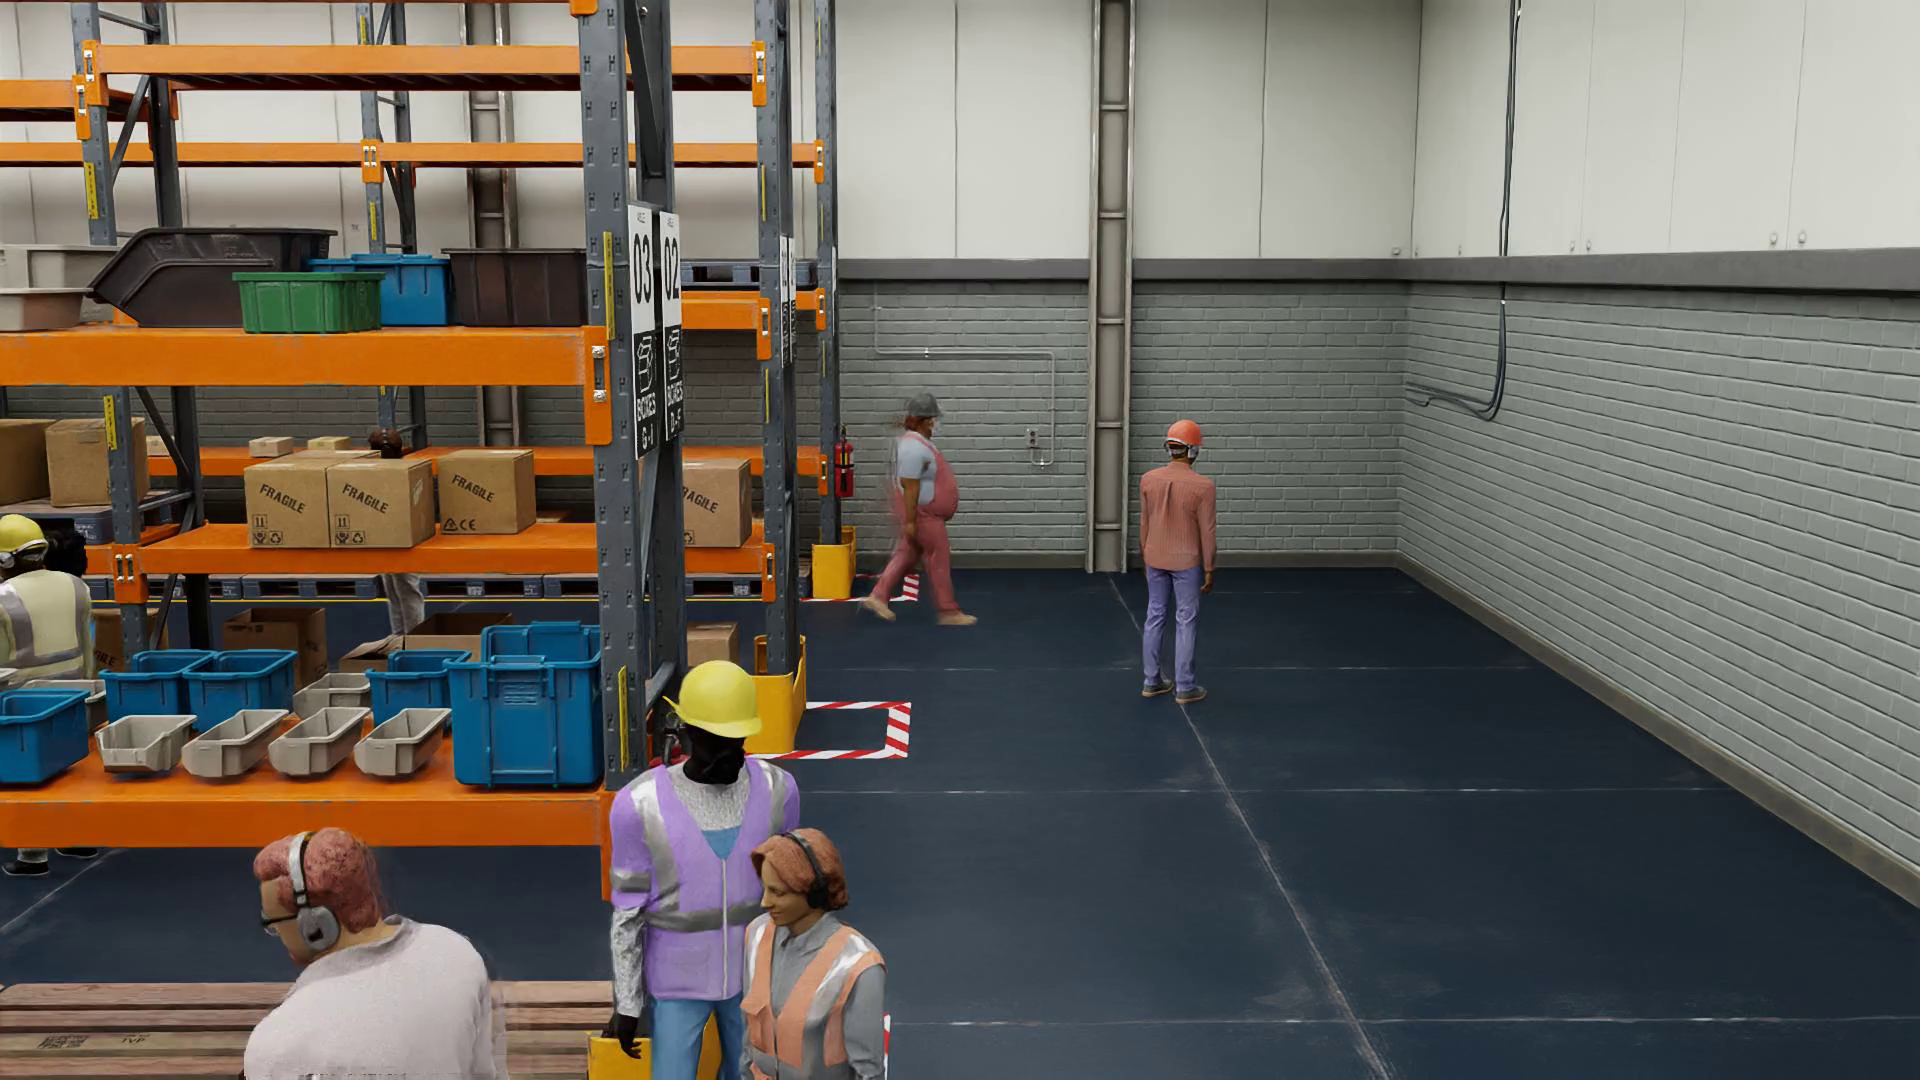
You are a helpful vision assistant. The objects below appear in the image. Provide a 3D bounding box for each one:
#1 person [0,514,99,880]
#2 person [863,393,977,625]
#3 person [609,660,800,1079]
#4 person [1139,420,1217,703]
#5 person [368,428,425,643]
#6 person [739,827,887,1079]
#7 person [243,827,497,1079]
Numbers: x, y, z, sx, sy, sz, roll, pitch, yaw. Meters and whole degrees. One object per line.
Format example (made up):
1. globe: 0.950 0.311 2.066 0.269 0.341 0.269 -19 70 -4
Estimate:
1. person: -4.625 0.777 8.336 0.403 1.824 0.598 4 10 23
2. person: -0.374 -0.284 14.169 0.961 2.000 0.681 0 9 0
3. person: -0.728 1.287 4.935 0.598 1.916 0.398 -5 10 -27
4. person: 1.539 0.149 11.703 0.608 1.987 0.407 7 11 36
5. person: -4.303 0.063 12.667 0.430 1.839 0.624 -7 12 -36
6. person: -0.378 1.529 4.306 0.523 1.631 0.315 9 13 42
7. person: -1.229 1.525 3.653 0.861 1.860 0.662 3 10 20
